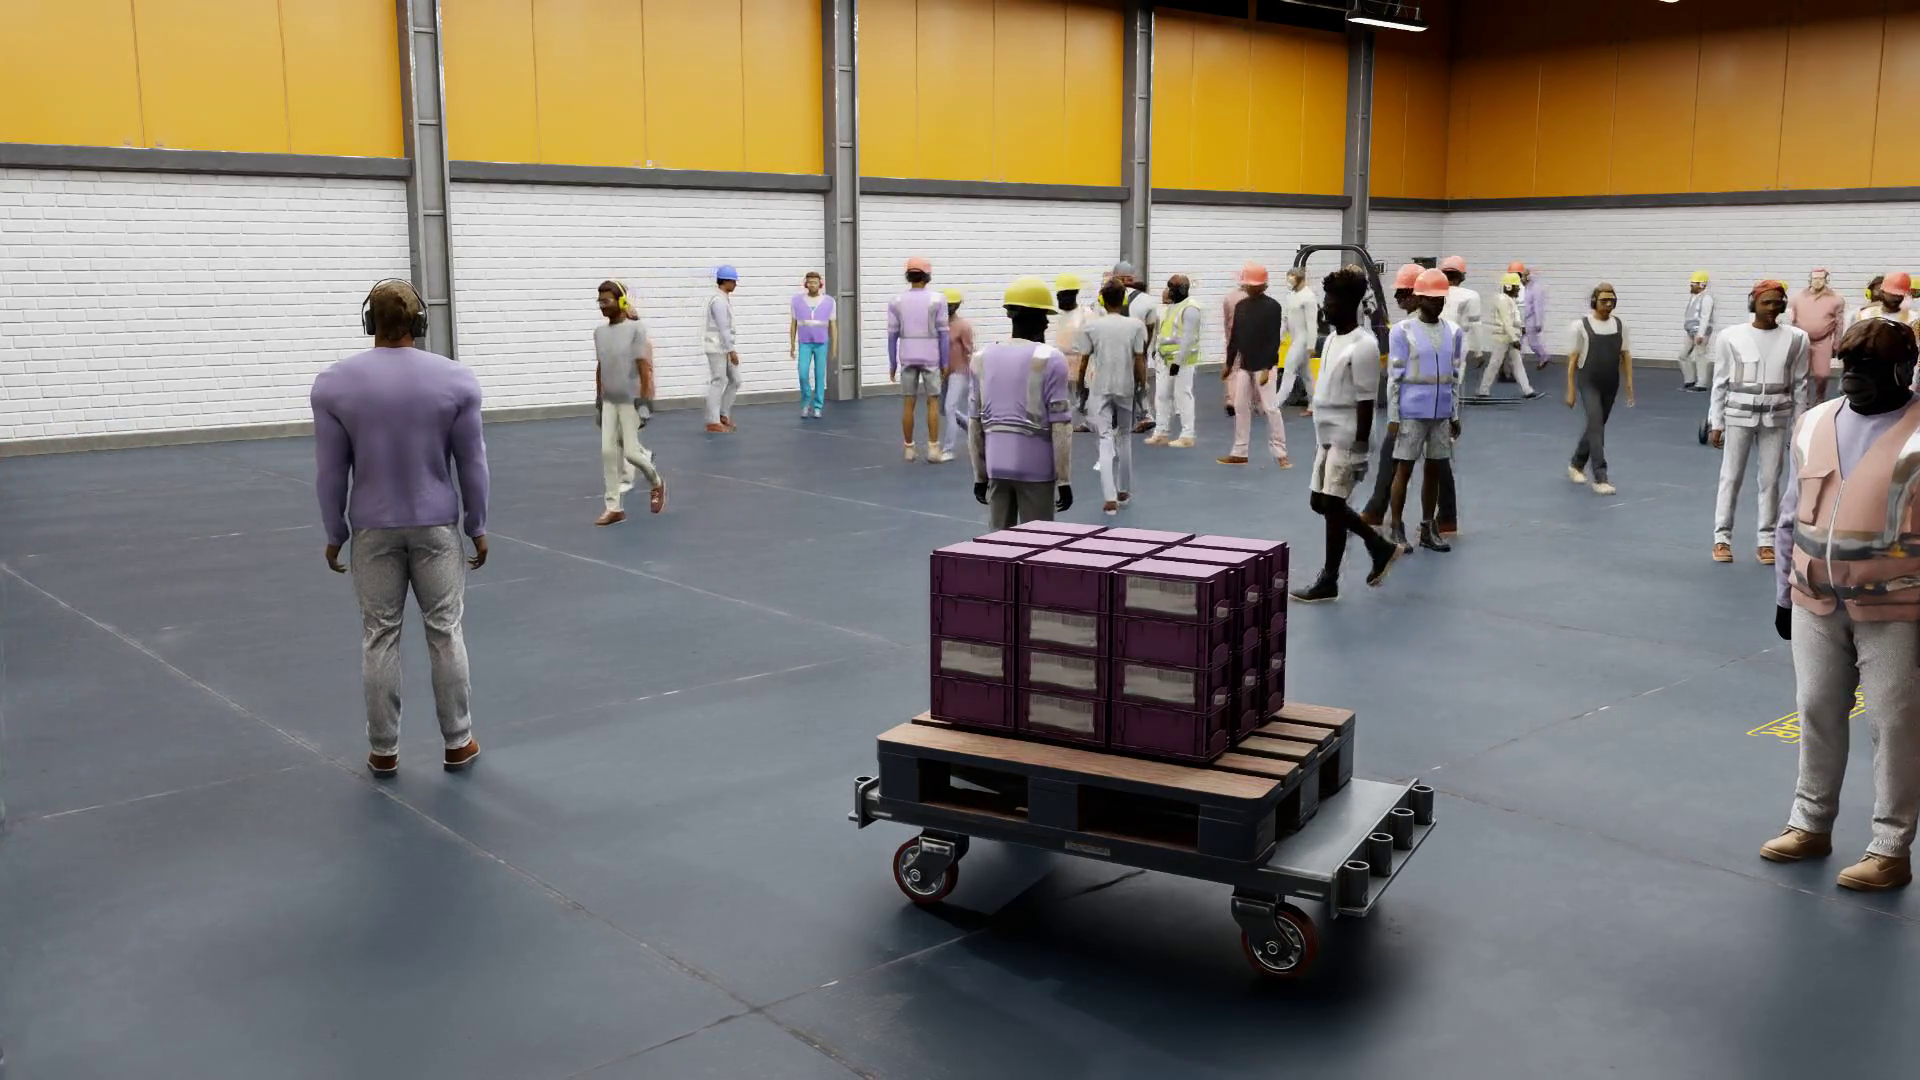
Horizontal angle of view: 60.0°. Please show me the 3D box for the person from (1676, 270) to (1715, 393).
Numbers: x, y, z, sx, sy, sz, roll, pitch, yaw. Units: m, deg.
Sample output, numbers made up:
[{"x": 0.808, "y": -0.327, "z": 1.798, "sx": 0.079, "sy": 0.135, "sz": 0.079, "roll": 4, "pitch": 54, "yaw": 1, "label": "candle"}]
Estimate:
[{"x": 10.851, "y": -3.072, "z": 24.574, "sx": 0.512, "sy": 1.814, "sz": 0.623, "roll": 0, "pitch": 10, "yaw": 1, "label": "person"}]

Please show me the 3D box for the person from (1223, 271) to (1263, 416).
[{"x": 3.641, "y": -2.511, "z": 21.186, "sx": 0.633, "sy": 1.868, "sz": 0.923, "roll": 3, "pitch": 10, "yaw": 19, "label": "person"}]

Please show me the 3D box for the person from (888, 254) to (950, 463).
[{"x": -0.391, "y": -1.774, "z": 16.324, "sx": 0.616, "sy": 2.042, "sz": 0.397, "roll": 2, "pitch": 10, "yaw": 12, "label": "person"}]

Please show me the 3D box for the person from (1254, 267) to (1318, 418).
[{"x": 4.095, "y": -2.428, "z": 20.637, "sx": 0.977, "sy": 1.883, "sz": 0.618, "roll": -1, "pitch": 10, "yaw": -6, "label": "person"}]

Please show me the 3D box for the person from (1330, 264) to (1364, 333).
[{"x": 4.153, "y": -1.994, "z": 17.915, "sx": 0.353, "sy": 1.936, "sz": 0.635, "roll": 6, "pitch": 12, "yaw": 32, "label": "person"}]

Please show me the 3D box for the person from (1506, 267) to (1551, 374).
[{"x": 9.839, "y": -3.782, "z": 28.672, "sx": 0.857, "sy": 1.858, "sz": 0.653, "roll": -6, "pitch": 11, "yaw": -32, "label": "person"}]

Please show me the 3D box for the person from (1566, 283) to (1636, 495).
[{"x": 5.528, "y": -1.329, "z": 14.442, "sx": 0.532, "sy": 1.805, "sz": 0.950, "roll": -1, "pitch": 10, "yaw": -8, "label": "person"}]

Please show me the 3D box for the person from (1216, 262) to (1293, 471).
[{"x": 2.825, "y": -1.648, "z": 15.833, "sx": 0.458, "sy": 1.962, "sz": 0.863, "roll": -6, "pitch": 11, "yaw": -31, "label": "person"}]

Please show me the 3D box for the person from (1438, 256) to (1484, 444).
[{"x": 5.308, "y": -2.035, "z": 17.927, "sx": 0.634, "sy": 2.021, "sz": 0.659, "roll": 8, "pitch": 12, "yaw": 38, "label": "person"}]

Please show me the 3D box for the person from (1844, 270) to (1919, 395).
[{"x": 7.804, "y": -1.325, "z": 14.120, "sx": 0.576, "sy": 1.896, "sz": 0.860, "roll": 7, "pitch": 12, "yaw": 36, "label": "person"}]

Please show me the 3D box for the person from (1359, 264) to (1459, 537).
[{"x": 3.194, "y": -0.986, "z": 11.948, "sx": 0.922, "sy": 1.955, "sz": 0.628, "roll": 0, "pitch": 10, "yaw": 0, "label": "person"}]

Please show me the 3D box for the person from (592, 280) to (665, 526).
[{"x": -2.541, "y": -1.047, "z": 12.639, "sx": 0.532, "sy": 1.852, "sz": 0.636, "roll": 5, "pitch": 11, "yaw": 26, "label": "person"}]

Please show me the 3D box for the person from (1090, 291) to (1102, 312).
[{"x": 2.152, "y": -2.983, "z": 24.634, "sx": 0.512, "sy": 1.611, "sz": 0.498, "roll": -4, "pitch": 10, "yaw": -22, "label": "person"}]

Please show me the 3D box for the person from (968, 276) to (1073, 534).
[{"x": 0.315, "y": -0.353, "z": 8.354, "sx": 0.587, "sy": 1.922, "sz": 0.383, "roll": 7, "pitch": 12, "yaw": 36, "label": "person"}]

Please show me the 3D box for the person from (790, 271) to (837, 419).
[{"x": -1.817, "y": -2.406, "z": 20.626, "sx": 0.596, "sy": 1.826, "sz": 0.642, "roll": -1, "pitch": 10, "yaw": -4, "label": "person"}]

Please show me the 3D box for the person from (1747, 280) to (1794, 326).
[{"x": 9.534, "y": -2.184, "z": 19.634, "sx": 0.342, "sy": 1.741, "sz": 0.561, "roll": -7, "pitch": 12, "yaw": -35, "label": "person"}]

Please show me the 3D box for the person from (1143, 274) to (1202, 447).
[{"x": 2.251, "y": -1.877, "z": 17.568, "sx": 0.597, "sy": 1.820, "sz": 0.644, "roll": -3, "pitch": 10, "yaw": -17, "label": "person"}]

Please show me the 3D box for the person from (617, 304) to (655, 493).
[{"x": -2.862, "y": -1.245, "z": 14.457, "sx": 0.521, "sy": 1.620, "sz": 0.679, "roll": 4, "pitch": 11, "yaw": 24, "label": "person"}]

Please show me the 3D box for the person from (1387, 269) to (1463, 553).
[{"x": 3.178, "y": -0.871, "z": 11.338, "sx": 0.552, "sy": 1.936, "sz": 0.360, "roll": -3, "pitch": 10, "yaw": -15, "label": "person"}]

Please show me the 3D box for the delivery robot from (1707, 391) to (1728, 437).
[{"x": 8.309, "y": -1.364, "z": 17.971, "sx": 0.477, "sy": 0.478, "sz": 0.707, "roll": 6, "pitch": 10, "yaw": 30, "label": "delivery robot"}]

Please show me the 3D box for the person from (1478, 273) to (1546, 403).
[{"x": 7.603, "y": -2.771, "z": 22.909, "sx": 0.905, "sy": 1.782, "sz": 0.602, "roll": 6, "pitch": 11, "yaw": 30, "label": "person"}]

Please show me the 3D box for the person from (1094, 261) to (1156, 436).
[{"x": 1.796, "y": -2.107, "z": 18.275, "sx": 0.672, "sy": 2.000, "sz": 1.039, "roll": 2, "pitch": 10, "yaw": 13, "label": "person"}]

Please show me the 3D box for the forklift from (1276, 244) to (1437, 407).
[{"x": 5.256, "y": -2.933, "z": 22.661, "sx": 2.313, "sy": 2.155, "sz": 1.214, "roll": 3, "pitch": 10, "yaw": 16, "label": "forklift"}]

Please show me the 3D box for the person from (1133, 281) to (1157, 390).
[{"x": 2.681, "y": -3.057, "z": 24.962, "sx": 0.528, "sy": 1.661, "sz": 0.836, "roll": 6, "pitch": 11, "yaw": 30, "label": "person"}]

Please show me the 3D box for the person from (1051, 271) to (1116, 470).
[{"x": 1.094, "y": -1.566, "z": 15.574, "sx": 0.951, "sy": 1.891, "sz": 0.598, "roll": -7, "pitch": 12, "yaw": -37, "label": "person"}]

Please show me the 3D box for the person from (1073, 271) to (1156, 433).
[{"x": 1.790, "y": -2.131, "z": 18.984, "sx": 0.949, "sy": 1.869, "sz": 0.631, "roll": -1, "pitch": 10, "yaw": -5, "label": "person"}]

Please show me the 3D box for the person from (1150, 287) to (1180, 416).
[{"x": 2.668, "y": -2.397, "z": 21.156, "sx": 0.516, "sy": 1.636, "sz": 0.314, "roll": 4, "pitch": 11, "yaw": 23, "label": "person"}]

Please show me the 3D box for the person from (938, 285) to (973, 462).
[{"x": -0.032, "y": -1.660, "z": 16.514, "sx": 0.677, "sy": 1.738, "sz": 0.526, "roll": -9, "pitch": 13, "yaw": -41, "label": "person"}]

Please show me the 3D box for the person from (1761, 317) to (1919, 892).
[{"x": 2.907, "y": 0.204, "z": 5.371, "sx": 0.430, "sy": 1.836, "sz": 0.619, "roll": -6, "pitch": 11, "yaw": -31, "label": "person"}]

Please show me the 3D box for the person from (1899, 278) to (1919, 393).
[{"x": 13.147, "y": -2.750, "z": 22.976, "sx": 0.903, "sy": 1.720, "sz": 0.548, "roll": 3, "pitch": 10, "yaw": 19, "label": "person"}]

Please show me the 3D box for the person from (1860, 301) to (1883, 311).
[{"x": 8.639, "y": -1.437, "z": 15.627, "sx": 0.564, "sy": 1.612, "sz": 0.434, "roll": 6, "pitch": 12, "yaw": 33, "label": "person"}]

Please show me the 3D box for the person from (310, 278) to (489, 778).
[{"x": -2.152, "y": -0.040, "z": 6.468, "sx": 0.635, "sy": 1.938, "sz": 0.359, "roll": -3, "pitch": 10, "yaw": -16, "label": "person"}]

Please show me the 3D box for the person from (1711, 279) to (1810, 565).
[{"x": 5.241, "y": -0.770, "z": 10.943, "sx": 0.575, "sy": 1.876, "sz": 0.340, "roll": 3, "pitch": 10, "yaw": 16, "label": "person"}]

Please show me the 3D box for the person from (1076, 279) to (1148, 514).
[{"x": 1.214, "y": -1.157, "z": 13.314, "sx": 0.568, "sy": 1.828, "sz": 0.902, "roll": 1, "pitch": 10, "yaw": 5, "label": "person"}]

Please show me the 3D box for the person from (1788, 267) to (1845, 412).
[{"x": 10.596, "y": -2.444, "z": 20.689, "sx": 0.649, "sy": 1.892, "sz": 0.437, "roll": 6, "pitch": 11, "yaw": 30, "label": "person"}]

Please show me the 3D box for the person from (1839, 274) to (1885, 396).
[{"x": 8.668, "y": -1.579, "z": 15.775, "sx": 0.556, "sy": 1.881, "sz": 0.514, "roll": 1, "pitch": 10, "yaw": 6, "label": "person"}]

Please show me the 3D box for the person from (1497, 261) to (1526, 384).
[{"x": 8.796, "y": -3.454, "z": 26.458, "sx": 0.361, "sy": 1.940, "sz": 0.543, "roll": -5, "pitch": 11, "yaw": -26, "label": "person"}]

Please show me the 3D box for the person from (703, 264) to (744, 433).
[{"x": -2.699, "y": -2.171, "z": 18.979, "sx": 0.496, "sy": 1.924, "sz": 0.628, "roll": 0, "pitch": 10, "yaw": 0, "label": "person"}]

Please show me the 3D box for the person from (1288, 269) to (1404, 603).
[{"x": 2.270, "y": -0.595, "z": 9.677, "sx": 0.637, "sy": 1.953, "sz": 0.622, "roll": -1, "pitch": 10, "yaw": -5, "label": "person"}]
